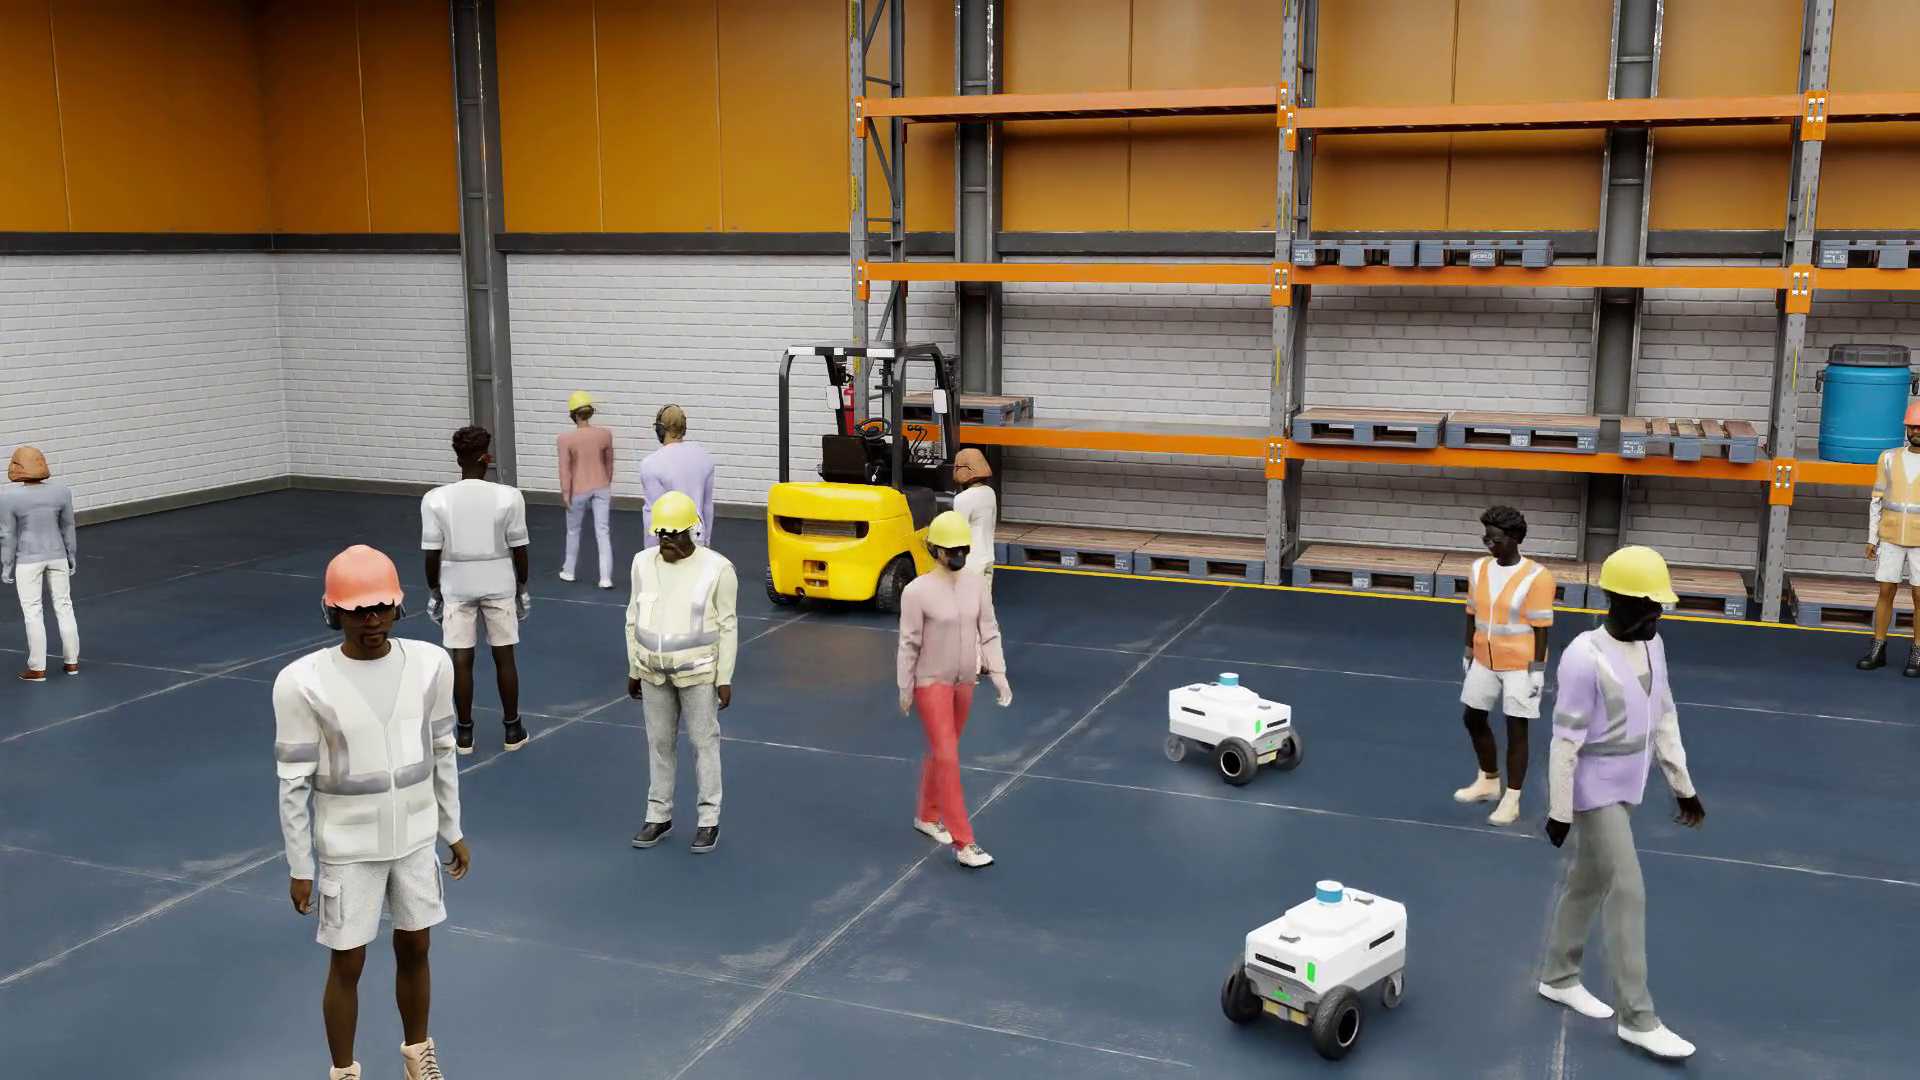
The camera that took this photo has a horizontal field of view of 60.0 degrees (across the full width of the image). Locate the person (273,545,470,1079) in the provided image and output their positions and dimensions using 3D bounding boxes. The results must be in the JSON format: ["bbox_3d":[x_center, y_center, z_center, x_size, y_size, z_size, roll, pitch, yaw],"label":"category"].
[{"bbox_3d":[-1.962,1.019,5.635,0.616,2.041,0.379,-8,13,-39],"label":"person"}]

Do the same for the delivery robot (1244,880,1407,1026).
[{"bbox_3d":[1.428,1.568,6.463,0.707,0.478,0.477,-10,14,-44],"label":"delivery robot"}]

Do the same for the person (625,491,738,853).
[{"bbox_3d":[-1.401,0.653,8.289,0.588,1.823,0.403,3,11,16],"label":"person"}]

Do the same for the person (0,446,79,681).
[{"bbox_3d":[-6.393,0.160,11.554,0.280,1.636,0.504,8,13,37],"label":"person"}]

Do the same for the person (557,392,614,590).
[{"bbox_3d":[-3.296,-0.442,14.662,0.529,1.743,0.698,-6,12,-28],"label":"person"}]

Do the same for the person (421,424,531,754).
[{"bbox_3d":[-2.862,0.295,9.886,0.609,1.963,0.367,-2,10,-11],"label":"person"}]

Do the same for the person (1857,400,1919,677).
[{"bbox_3d":[6.657,-0.013,11.667,0.349,1.942,0.545,-10,14,-44],"label":"person"}]

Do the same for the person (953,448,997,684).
[{"bbox_3d":[0.093,0.177,11.497,0.280,1.624,0.493,5,11,28],"label":"person"}]

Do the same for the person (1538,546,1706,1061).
[{"bbox_3d":[2.585,0.970,6.296,0.594,1.900,0.798,-10,14,-44],"label":"person"}]

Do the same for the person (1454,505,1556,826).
[{"bbox_3d":[2.846,0.650,8.723,0.365,1.671,0.543,-7,12,-34],"label":"person"}]

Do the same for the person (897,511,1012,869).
[{"bbox_3d":[0.012,0.726,8.151,0.528,1.733,0.845,-9,13,-40],"label":"person"}]

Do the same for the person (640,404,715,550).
[{"bbox_3d":[-1.938,0.034,11.416,0.354,1.937,0.635,7,13,36],"label":"person"}]

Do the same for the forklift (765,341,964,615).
[{"bbox_3d":[-0.739,-0.602,14.246,1.214,2.155,2.313,4,11,21],"label":"forklift"}]

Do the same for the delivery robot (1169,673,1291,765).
[{"bbox_3d":[1.544,1.009,9.575,0.477,0.478,0.707,-9,13,-40],"label":"delivery robot"}]
